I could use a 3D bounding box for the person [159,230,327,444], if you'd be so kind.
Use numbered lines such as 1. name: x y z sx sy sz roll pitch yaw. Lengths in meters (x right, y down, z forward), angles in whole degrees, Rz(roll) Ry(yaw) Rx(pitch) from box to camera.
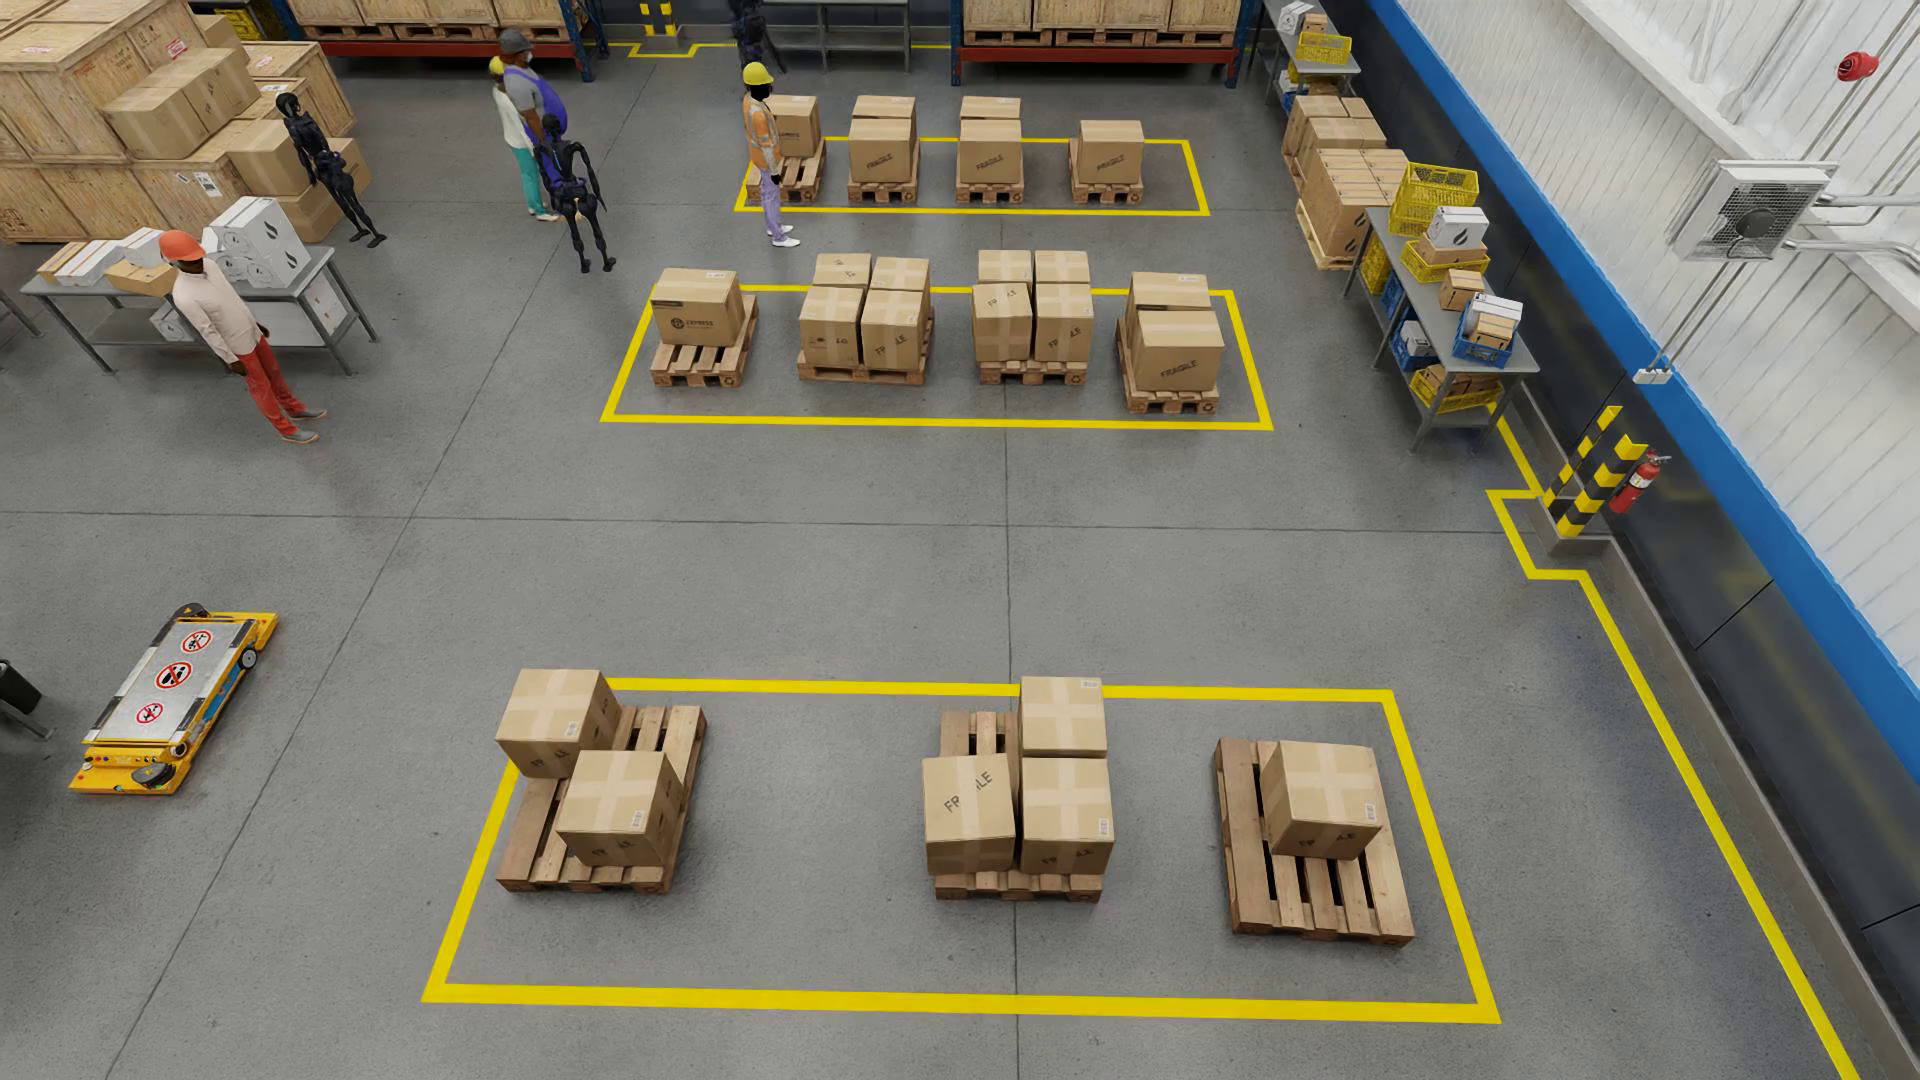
1. person: -5.989 -1.675 7.656 0.388 1.990 0.621 -7 50 -6

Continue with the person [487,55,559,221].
1. person: -4.815 -4.398 10.117 0.356 1.758 0.569 -32 57 -24

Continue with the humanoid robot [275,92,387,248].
1. humanoid robot: -6.729 -3.925 9.762 0.579 1.652 0.308 20 53 16

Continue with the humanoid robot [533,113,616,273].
1. humanoid robot: -3.982 -3.558 9.454 0.554 1.653 0.318 -3 50 -2

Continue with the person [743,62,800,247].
1. person: -2.032 -4.051 9.708 0.359 1.927 0.586 -15 51 -13

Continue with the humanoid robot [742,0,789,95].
1. humanoid robot: -2.522 -6.103 11.624 0.713 1.630 0.577 -21 53 -17

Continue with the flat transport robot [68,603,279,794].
1. flat transport robot: -5.504 1.072 6.442 0.652 0.197 1.431 1 50 1

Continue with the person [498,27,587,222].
1. person: -4.552 -4.528 10.039 0.538 2.000 0.685 -17 52 -14

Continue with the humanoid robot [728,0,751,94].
1. humanoid robot: -2.798 -6.614 12.042 0.403 1.651 0.627 -11 51 -10
